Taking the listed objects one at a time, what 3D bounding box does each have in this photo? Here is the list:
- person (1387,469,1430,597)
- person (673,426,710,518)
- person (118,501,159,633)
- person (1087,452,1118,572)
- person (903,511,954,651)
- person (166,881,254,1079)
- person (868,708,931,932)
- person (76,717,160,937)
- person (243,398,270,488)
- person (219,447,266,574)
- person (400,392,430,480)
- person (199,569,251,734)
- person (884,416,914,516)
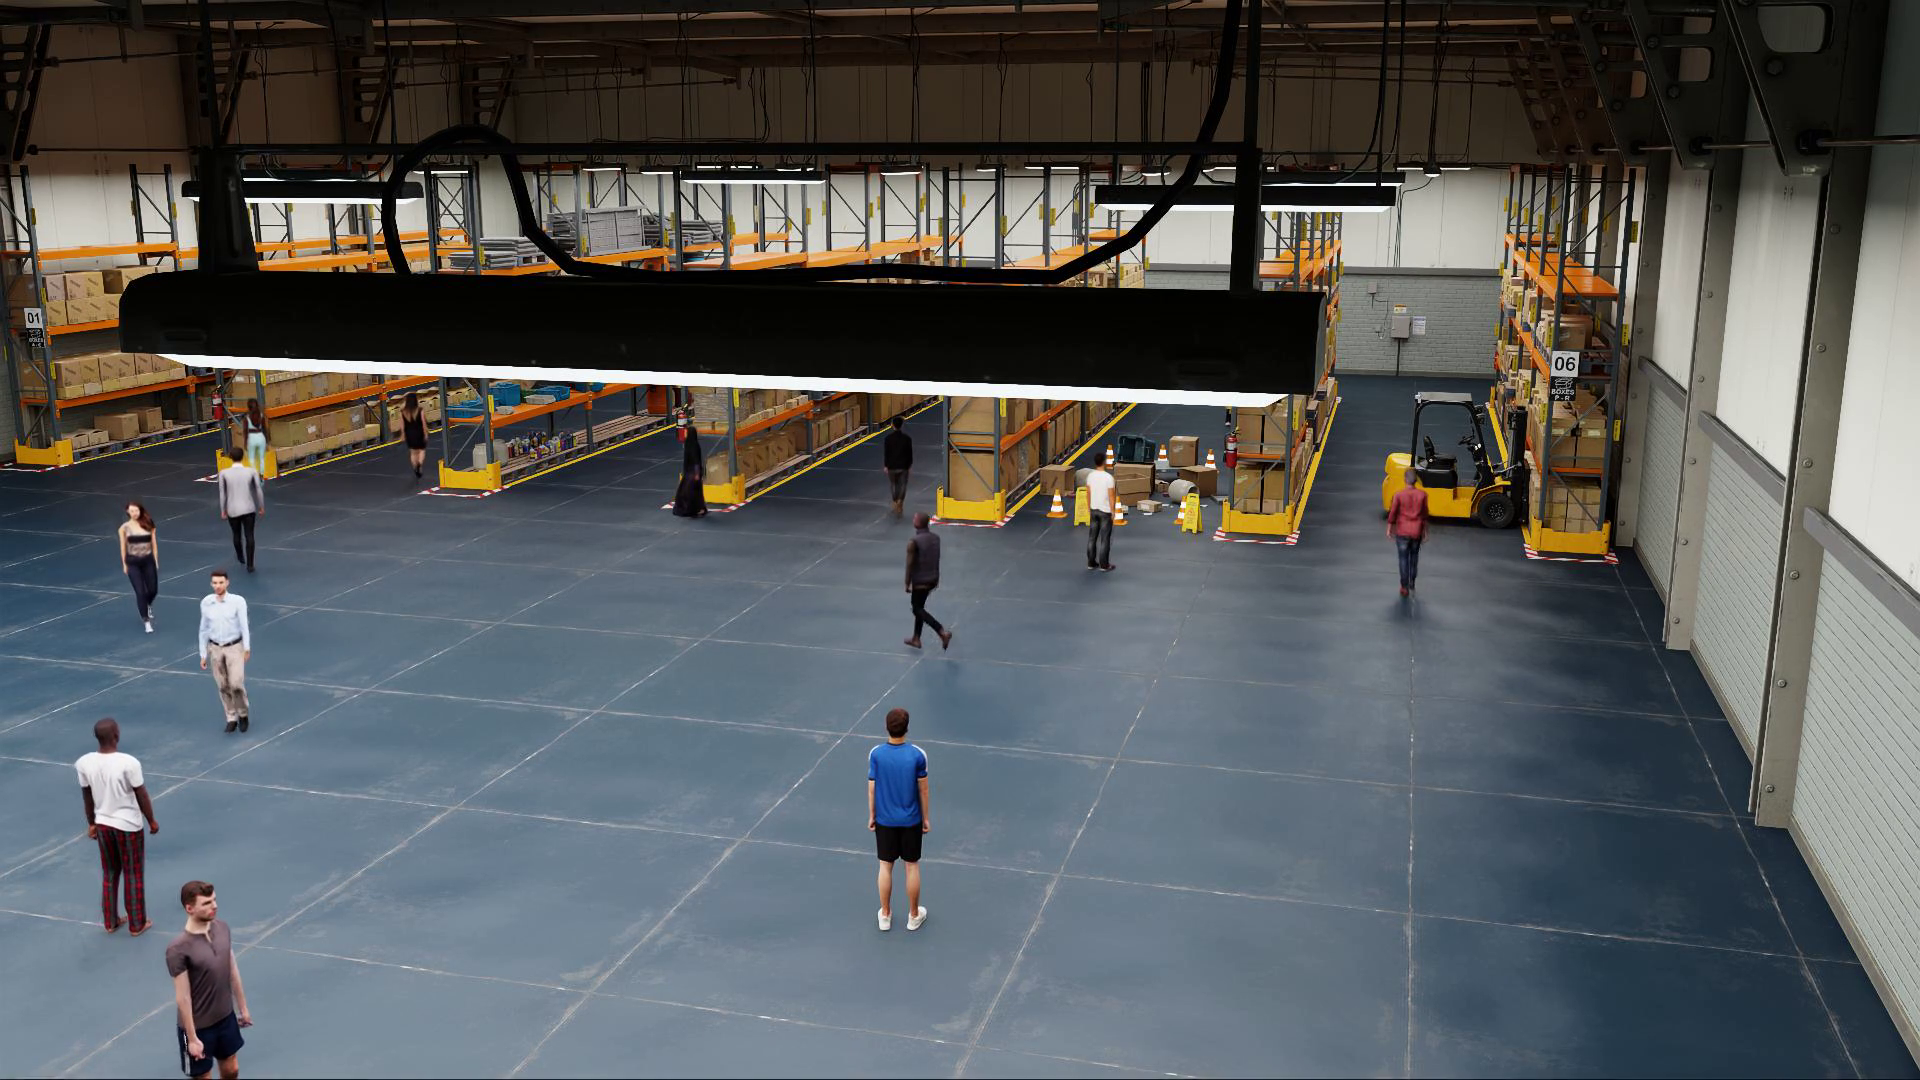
[{"bbox_3d":[6.448,-0.087,23.800,0.815,1.812,0.865,1,13,2],"label":"person"},{"bbox_3d":[-4.593,-1.196,29.033,0.985,1.612,0.958,-6,14,-23],"label":"person"},{"bbox_3d":[-10.902,0.339,22.088,0.882,1.755,0.928,-9,16,-34],"label":"person"},{"bbox_3d":[2.140,-0.443,25.360,0.712,1.801,0.677,10,16,37],"label":"person"},{"bbox_3d":[-0.402,0.551,21.046,1.058,1.812,1.150,11,17,39],"label":"person"},{"bbox_3d":[-4.717,2.999,10.384,0.730,1.852,0.524,5,14,20],"label":"person"},{"bbox_3d":[-0.508,2.258,13.554,0.717,1.865,0.659,0,13,1],"label":"person"},{"bbox_3d":[-6.783,2.316,13.383,0.714,1.829,0.660,1,13,3],"label":"person"},{"bbox_3d":[-13.323,-1.819,31.497,0.900,1.713,0.956,-8,15,-30],"label":"person"},{"bbox_3d":[-10.838,-0.415,25.090,1.180,1.870,1.327,-5,14,-20],"label":"person"},{"bbox_3d":[-10.579,-1.990,32.257,0.783,1.704,0.839,-1,13,-3],"label":"person"},{"bbox_3d":[-8.024,1.191,18.229,0.726,1.836,0.732,-1,13,-6],"label":"person"},{"bbox_3d":[-1.083,-1.310,29.309,0.761,1.709,1.076,1,13,6],"label":"person"}]
